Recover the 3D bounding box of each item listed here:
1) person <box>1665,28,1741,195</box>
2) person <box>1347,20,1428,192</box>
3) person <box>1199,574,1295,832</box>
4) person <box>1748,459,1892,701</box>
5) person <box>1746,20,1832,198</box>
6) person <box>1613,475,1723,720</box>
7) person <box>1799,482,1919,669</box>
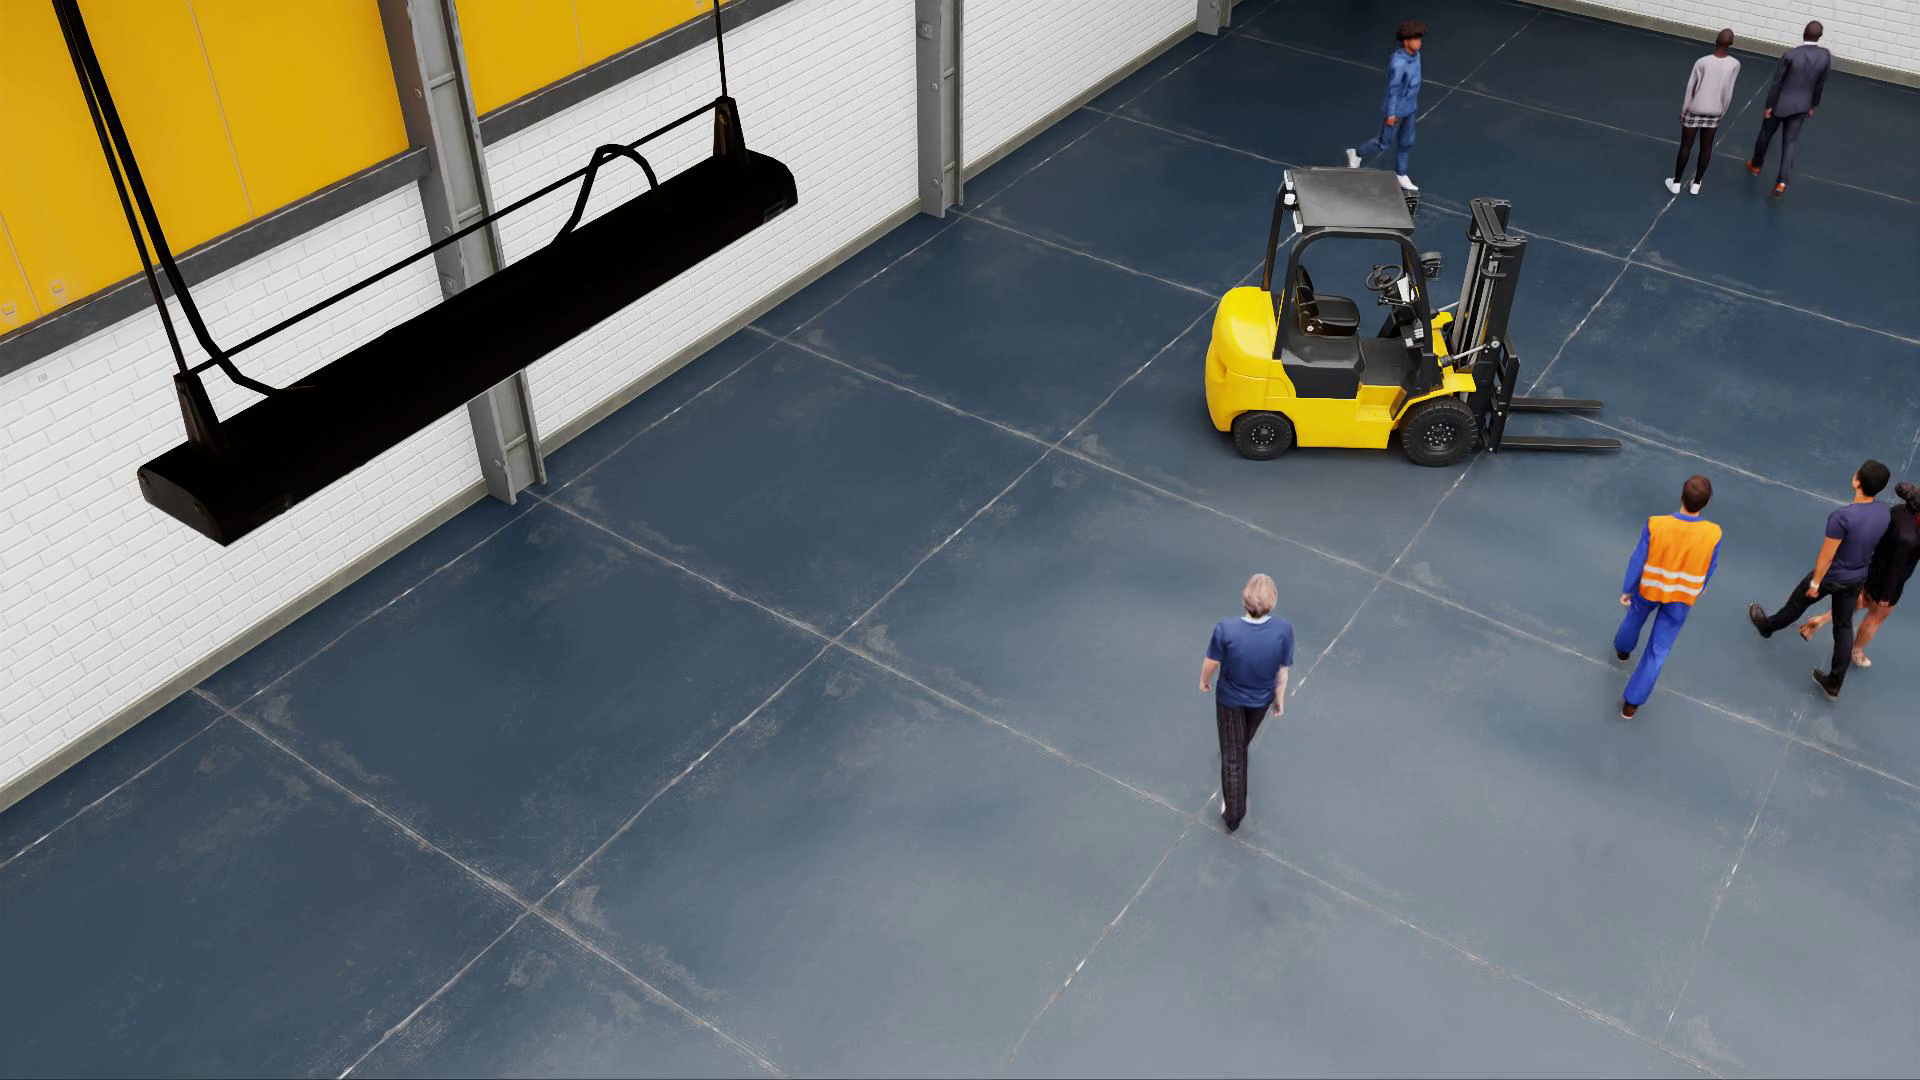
[{"bbox_3d":[7.724,-4.444,17.256,0.689,1.771,0.678,6,39,8],"label":"person"},{"bbox_3d":[4.520,-4.544,17.371,0.813,1.784,1.035,29,47,31],"label":"person"},{"bbox_3d":[1.780,1.050,10.331,1.107,1.828,1.246,-1,39,-1],"label":"person"},{"bbox_3d":[6.036,0.314,11.329,1.160,1.734,1.198,-8,39,-10],"label":"person"},{"bbox_3d":[8.619,-4.448,17.240,1.057,1.798,1.305,6,39,7],"label":"person"},{"bbox_3d":[4.701,0.425,11.115,0.829,1.827,1.144,16,41,19],"label":"person"},{"bbox_3d":[6.281,0.273,11.471,0.821,1.619,0.819,7,39,8],"label":"person"}]
